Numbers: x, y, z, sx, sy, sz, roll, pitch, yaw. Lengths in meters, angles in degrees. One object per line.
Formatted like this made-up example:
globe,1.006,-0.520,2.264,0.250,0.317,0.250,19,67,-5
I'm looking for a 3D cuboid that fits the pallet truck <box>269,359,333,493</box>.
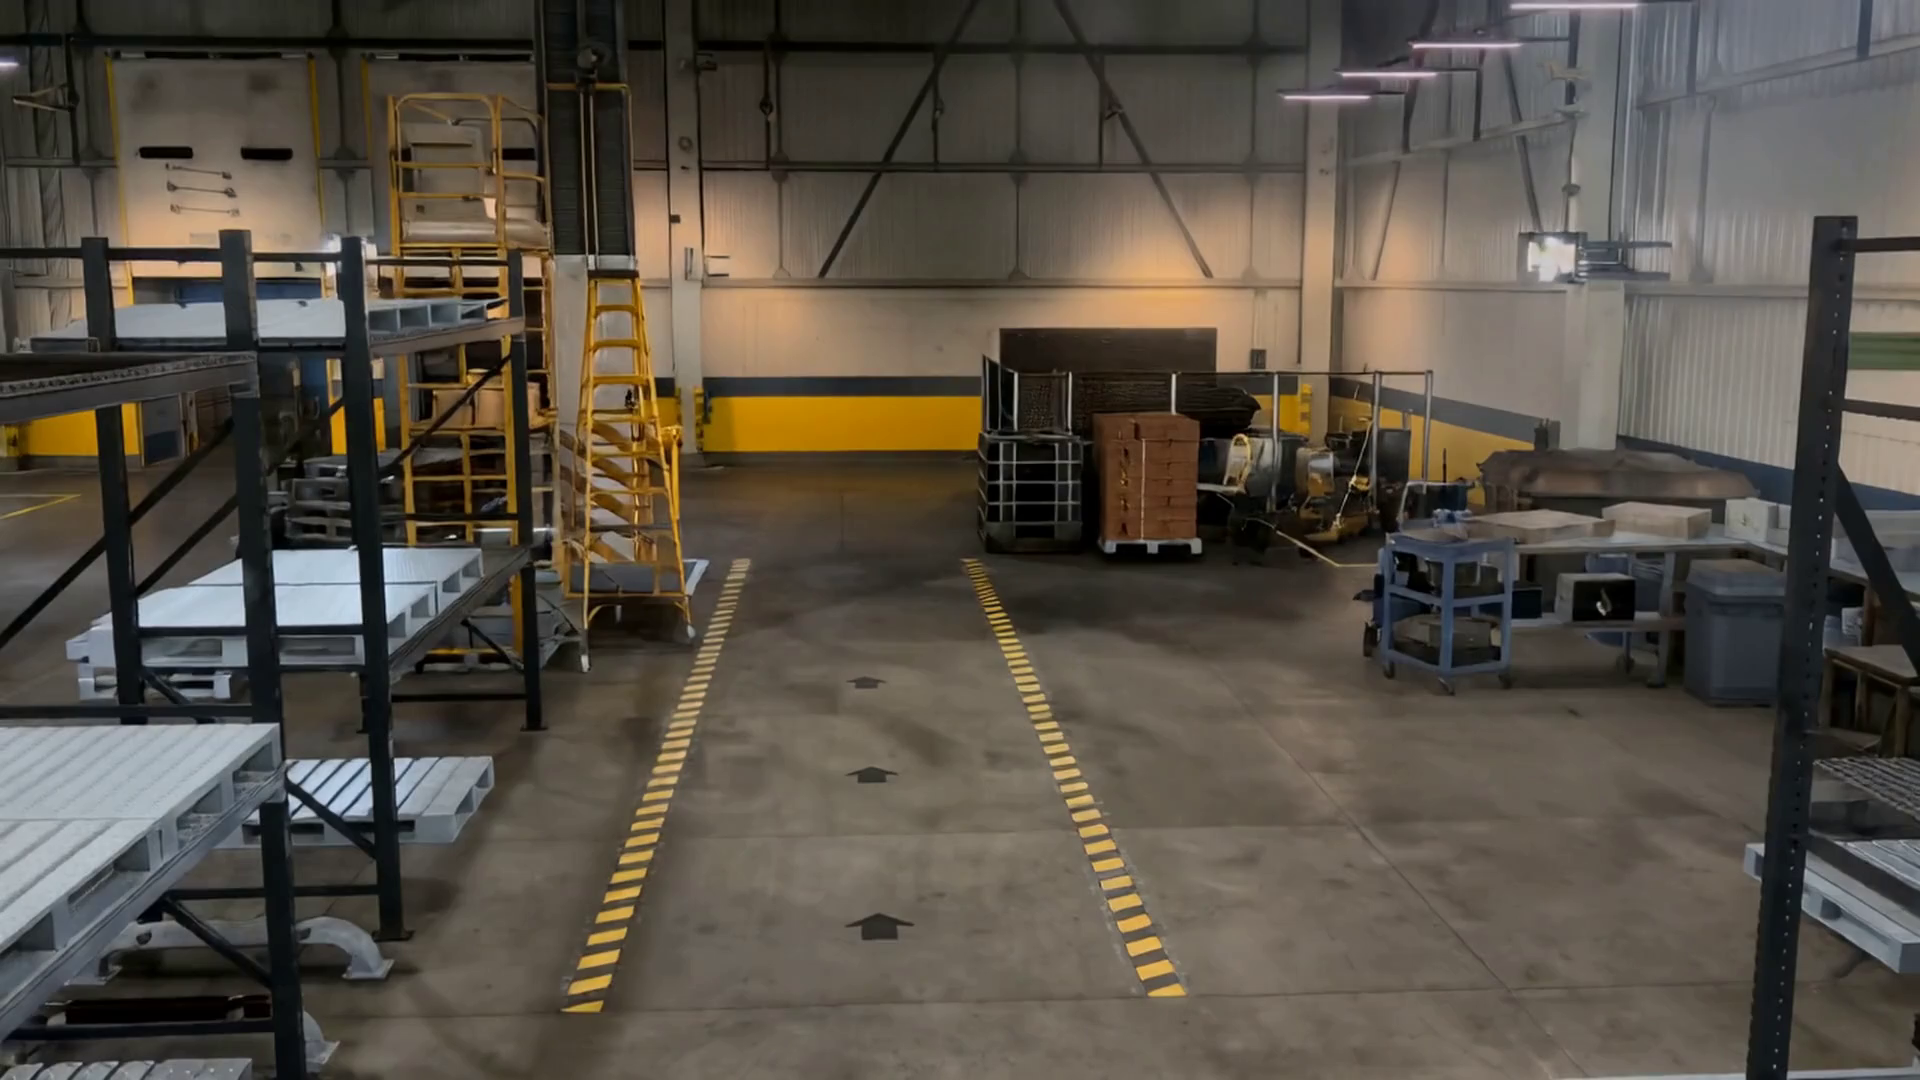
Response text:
pallet truck,-7.062,-1.131,18.996,1.885,1.965,0.823,2,9,13
